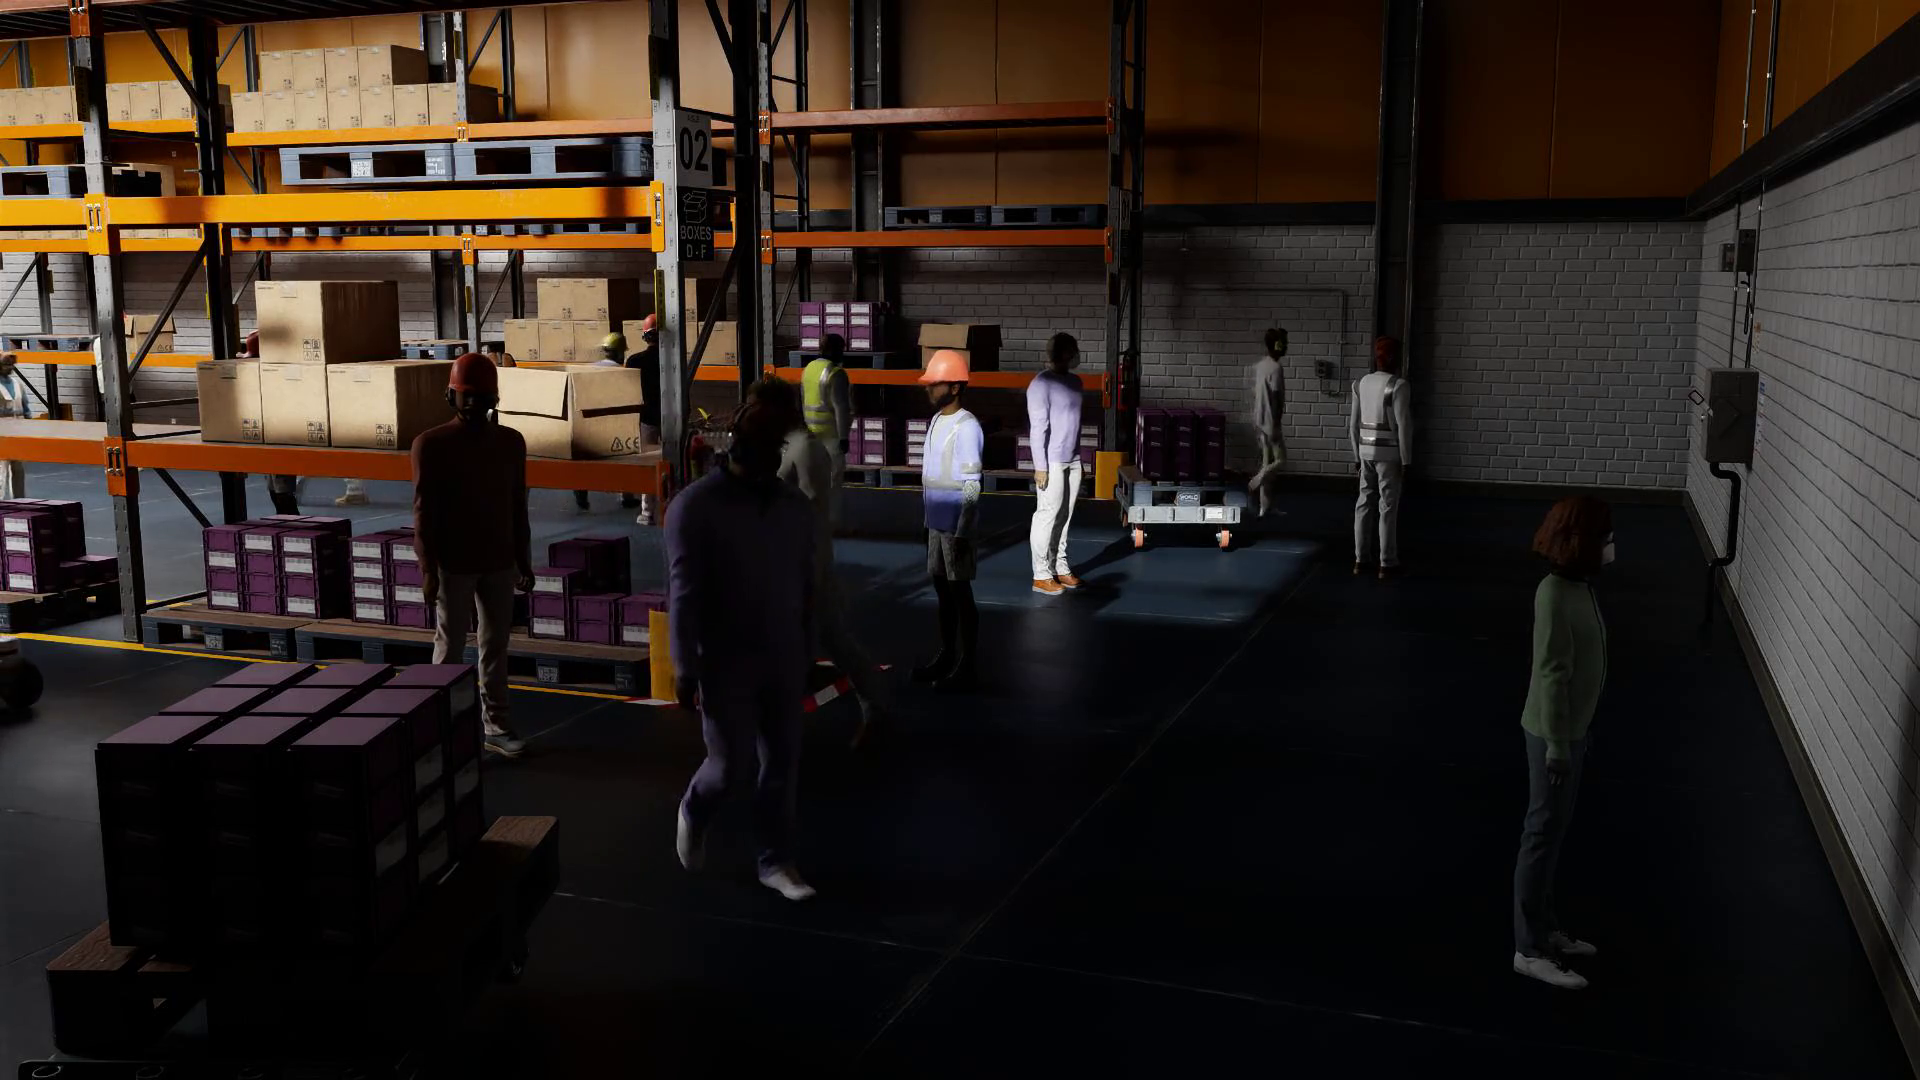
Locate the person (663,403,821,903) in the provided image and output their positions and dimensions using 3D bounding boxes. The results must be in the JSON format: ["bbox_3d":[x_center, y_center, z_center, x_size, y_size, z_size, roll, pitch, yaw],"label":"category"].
[{"bbox_3d":[-0.814,0.422,6.285,0.660,1.886,0.545,-8,12,-40],"label":"person"}]

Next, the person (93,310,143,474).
[{"bbox_3d":[-10.020,-1.784,19.803,0.395,1.993,0.614,1,9,5],"label":"person"}]

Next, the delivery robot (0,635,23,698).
[{"bbox_3d":[-5.409,0.624,8.895,0.707,0.478,0.477,2,9,12],"label":"delivery robot"}]

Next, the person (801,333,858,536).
[{"bbox_3d":[-1.180,-0.953,15.092,0.430,1.835,0.625,-7,11,-36],"label":"person"}]

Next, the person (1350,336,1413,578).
[{"bbox_3d":[3.302,-0.644,12.995,0.355,1.884,0.573,-6,11,-33],"label":"person"}]

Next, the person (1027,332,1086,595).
[{"bbox_3d":[0.735,-0.572,12.371,0.357,1.937,0.638,6,11,34],"label":"person"}]

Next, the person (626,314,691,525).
[{"bbox_3d":[-2.857,-1.136,15.735,0.622,1.994,0.381,-5,10,-27],"label":"person"}]

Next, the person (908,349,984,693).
[{"bbox_3d":[-0.071,-0.110,9.458,0.349,1.942,0.545,-4,10,-26],"label":"person"}]

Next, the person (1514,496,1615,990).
[{"bbox_3d":[2.036,0.660,5.593,0.283,1.633,0.497,5,10,27],"label":"person"}]

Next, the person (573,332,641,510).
[{"bbox_3d":[-3.518,-1.174,16.601,0.588,1.796,0.786,5,10,26],"label":"person"}]

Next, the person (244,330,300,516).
[{"bbox_3d":[-5.448,-0.702,13.211,0.365,1.932,0.543,-6,11,-35],"label":"person"}]

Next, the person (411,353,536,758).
[{"bbox_3d":[-2.316,0.099,7.991,0.391,1.991,0.613,8,12,42],"label":"person"}]

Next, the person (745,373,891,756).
[{"bbox_3d":[-0.747,0.128,8.140,0.920,1.903,0.670,-7,11,-36],"label":"person"}]

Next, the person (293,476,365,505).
[{"bbox_3d":[-6.603,-1.224,17.004,0.985,1.767,0.634,0,9,1],"label":"person"}]

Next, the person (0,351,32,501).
[{"bbox_3d":[-9.180,-1.002,16.019,0.339,1.634,0.536,2,9,13],"label":"person"}]

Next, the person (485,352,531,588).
[{"bbox_3d":[-3.152,-0.388,11.560,0.430,1.836,0.619,-1,9,-9],"label":"person"}]

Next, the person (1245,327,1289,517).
[{"bbox_3d":[2.949,-1.124,16.096,0.505,1.859,0.512,-2,9,-13],"label":"person"}]
